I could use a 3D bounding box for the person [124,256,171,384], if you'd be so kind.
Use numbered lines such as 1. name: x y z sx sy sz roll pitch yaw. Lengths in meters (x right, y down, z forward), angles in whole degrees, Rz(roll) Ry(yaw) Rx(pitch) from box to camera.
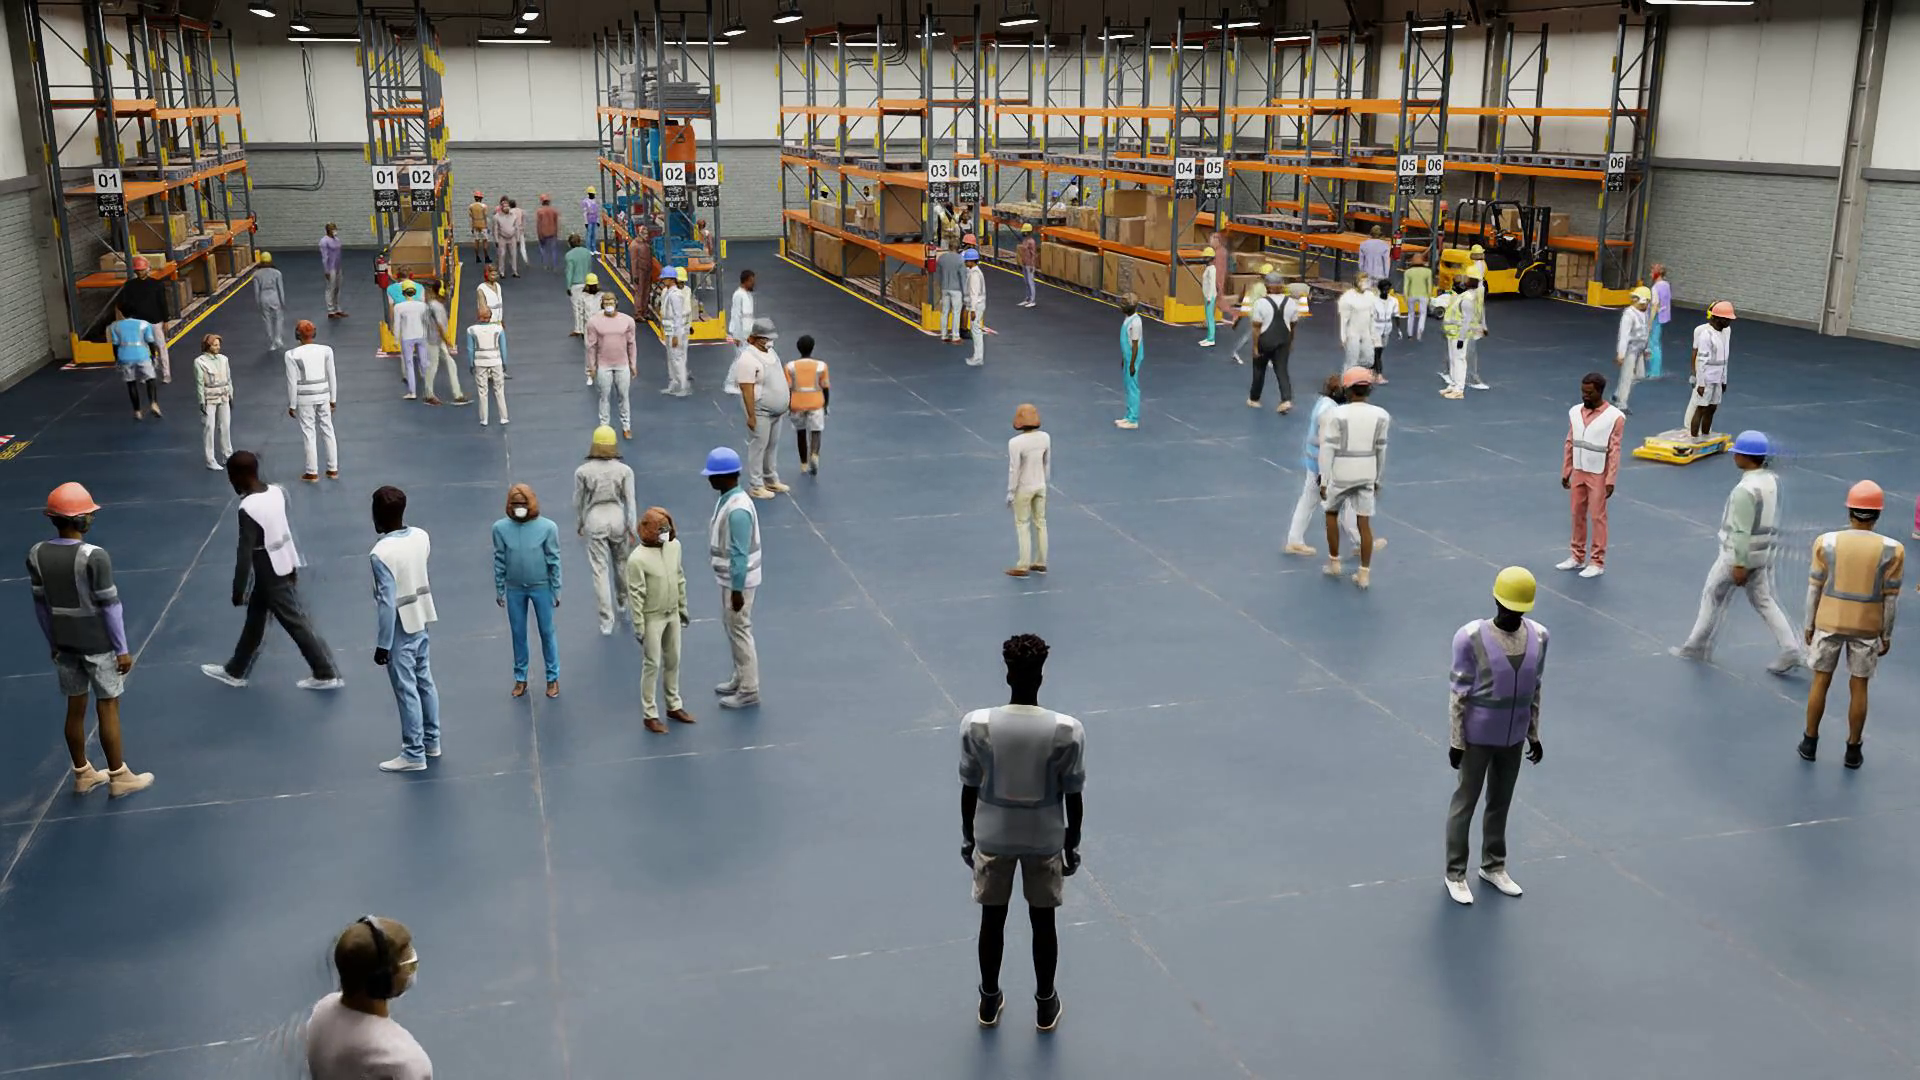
1. person: -12.655 -3.420 25.920 0.612 1.987 0.410 -2 15 -8

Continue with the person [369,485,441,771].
1. person: -3.669 0.580 10.988 0.388 1.919 0.594 2 15 8

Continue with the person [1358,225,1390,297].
1. person: 8.155 -5.216 32.760 0.632 1.939 0.368 9 17 30

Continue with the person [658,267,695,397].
1. person: -4.266 -3.097 24.833 0.509 1.933 0.653 -5 16 -17

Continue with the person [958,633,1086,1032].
1. person: 0.291 1.391 7.875 0.599 1.958 0.377 1 15 4

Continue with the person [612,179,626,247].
1. person: -10.251 -9.844 50.068 0.612 1.995 0.382 13 20 40

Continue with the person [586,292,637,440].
1. person: -4.515 -2.259 21.631 0.635 1.938 0.359 -4 15 -15

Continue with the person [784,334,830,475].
1. person: -1.793 -1.561 19.515 0.538 1.679 0.632 -1 15 -4

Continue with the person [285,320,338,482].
1. person: -7.514 -1.613 19.308 0.356 1.885 0.574 14 20 42

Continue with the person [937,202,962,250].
1. person: -0.260 -7.604 41.967 0.632 1.831 0.619 -1 15 -6

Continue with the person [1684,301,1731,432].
1. person: 9.611 -2.141 21.356 0.502 1.861 0.328 -3 15 -10

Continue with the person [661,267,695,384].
1. person: -4.385 -3.360 26.004 0.404 1.821 0.592 11 18 35

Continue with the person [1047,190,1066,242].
1. person: 2.574 -8.494 45.077 0.605 1.948 0.388 0 15 2

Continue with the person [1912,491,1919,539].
1. person: 9.926 -0.971 16.684 0.622 1.990 0.396 -11 18 -35

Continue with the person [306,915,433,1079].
1. person: -1.794 2.080 5.319 0.417 1.924 0.656 -13 20 -41

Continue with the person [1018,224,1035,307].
1. person: 1.434 -5.868 35.546 0.321 1.767 0.533 -5 16 -19

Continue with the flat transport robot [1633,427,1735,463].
1. flat transport robot: 9.090 -1.200 20.844 1.431 0.197 0.652 -13 20 -41

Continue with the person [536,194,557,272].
1. person: -10.637 -7.907 42.809 0.613 1.973 0.649 -11 18 -36

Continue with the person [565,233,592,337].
1. person: -7.106 -4.752 31.036 0.364 1.933 0.630 10 18 32

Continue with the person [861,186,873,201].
1. person: -2.724 -9.543 49.211 0.498 1.860 0.337 10 18 34

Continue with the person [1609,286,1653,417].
1. person: 9.431 -2.665 23.420 0.459 1.805 0.640 12 19 39

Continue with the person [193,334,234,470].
1. person: -8.939 -1.660 19.970 0.313 1.634 0.514 6 16 21

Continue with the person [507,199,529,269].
1. person: -11.622 -8.019 43.571 0.629 1.810 0.891 -10 18 -32

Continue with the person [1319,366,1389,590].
1. person: 3.567 -0.573 15.181 0.672 1.991 0.764 -2 15 -9

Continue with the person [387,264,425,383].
1. person: -8.636 -3.386 26.048 0.564 1.847 0.395 -5 16 -19

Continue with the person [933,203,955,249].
1. person: -0.418 -8.451 45.164 0.619 1.819 0.445 -1 15 -3

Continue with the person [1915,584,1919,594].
1. person: 8.847 -0.384 14.715 0.553 1.862 0.586 -14 21 -43

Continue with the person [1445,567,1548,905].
1. person: 2.961 1.064 9.168 0.584 1.919 0.382 -4 16 -16

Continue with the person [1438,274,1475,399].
1. person: 7.387 -3.029 24.717 0.429 1.843 0.633 1 15 3

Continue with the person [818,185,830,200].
1. person: -3.928 -9.247 47.965 0.374 1.920 0.585 -3 15 -10

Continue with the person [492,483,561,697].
1. person: -3.197 0.372 12.333 0.500 1.627 0.279 0 15 1

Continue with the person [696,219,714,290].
1. person: -5.977 -6.630 38.649 0.512 1.644 0.307 5 16 18

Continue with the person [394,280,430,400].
1. person: -8.114 -2.970 24.655 0.530 1.761 0.349 -12 19 -38

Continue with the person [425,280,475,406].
1. person: -7.423 -2.823 23.973 0.894 1.811 0.489 2 15 7

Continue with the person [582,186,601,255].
1. person: -10.472 -9.088 47.354 0.388 1.927 0.589 7 17 26

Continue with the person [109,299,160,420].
1. person: -11.399 -2.479 22.958 0.548 1.680 0.542 -8 17 -26

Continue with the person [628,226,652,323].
1. person: -6.313 -5.288 33.128 0.401 1.893 0.652 5 16 19

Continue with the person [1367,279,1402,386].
1. person: 6.552 -3.243 25.897 0.548 1.644 0.849 -4 15 -16

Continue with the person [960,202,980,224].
1. person: 0.213 -7.902 42.957 0.556 1.908 0.822 -6 16 -21
